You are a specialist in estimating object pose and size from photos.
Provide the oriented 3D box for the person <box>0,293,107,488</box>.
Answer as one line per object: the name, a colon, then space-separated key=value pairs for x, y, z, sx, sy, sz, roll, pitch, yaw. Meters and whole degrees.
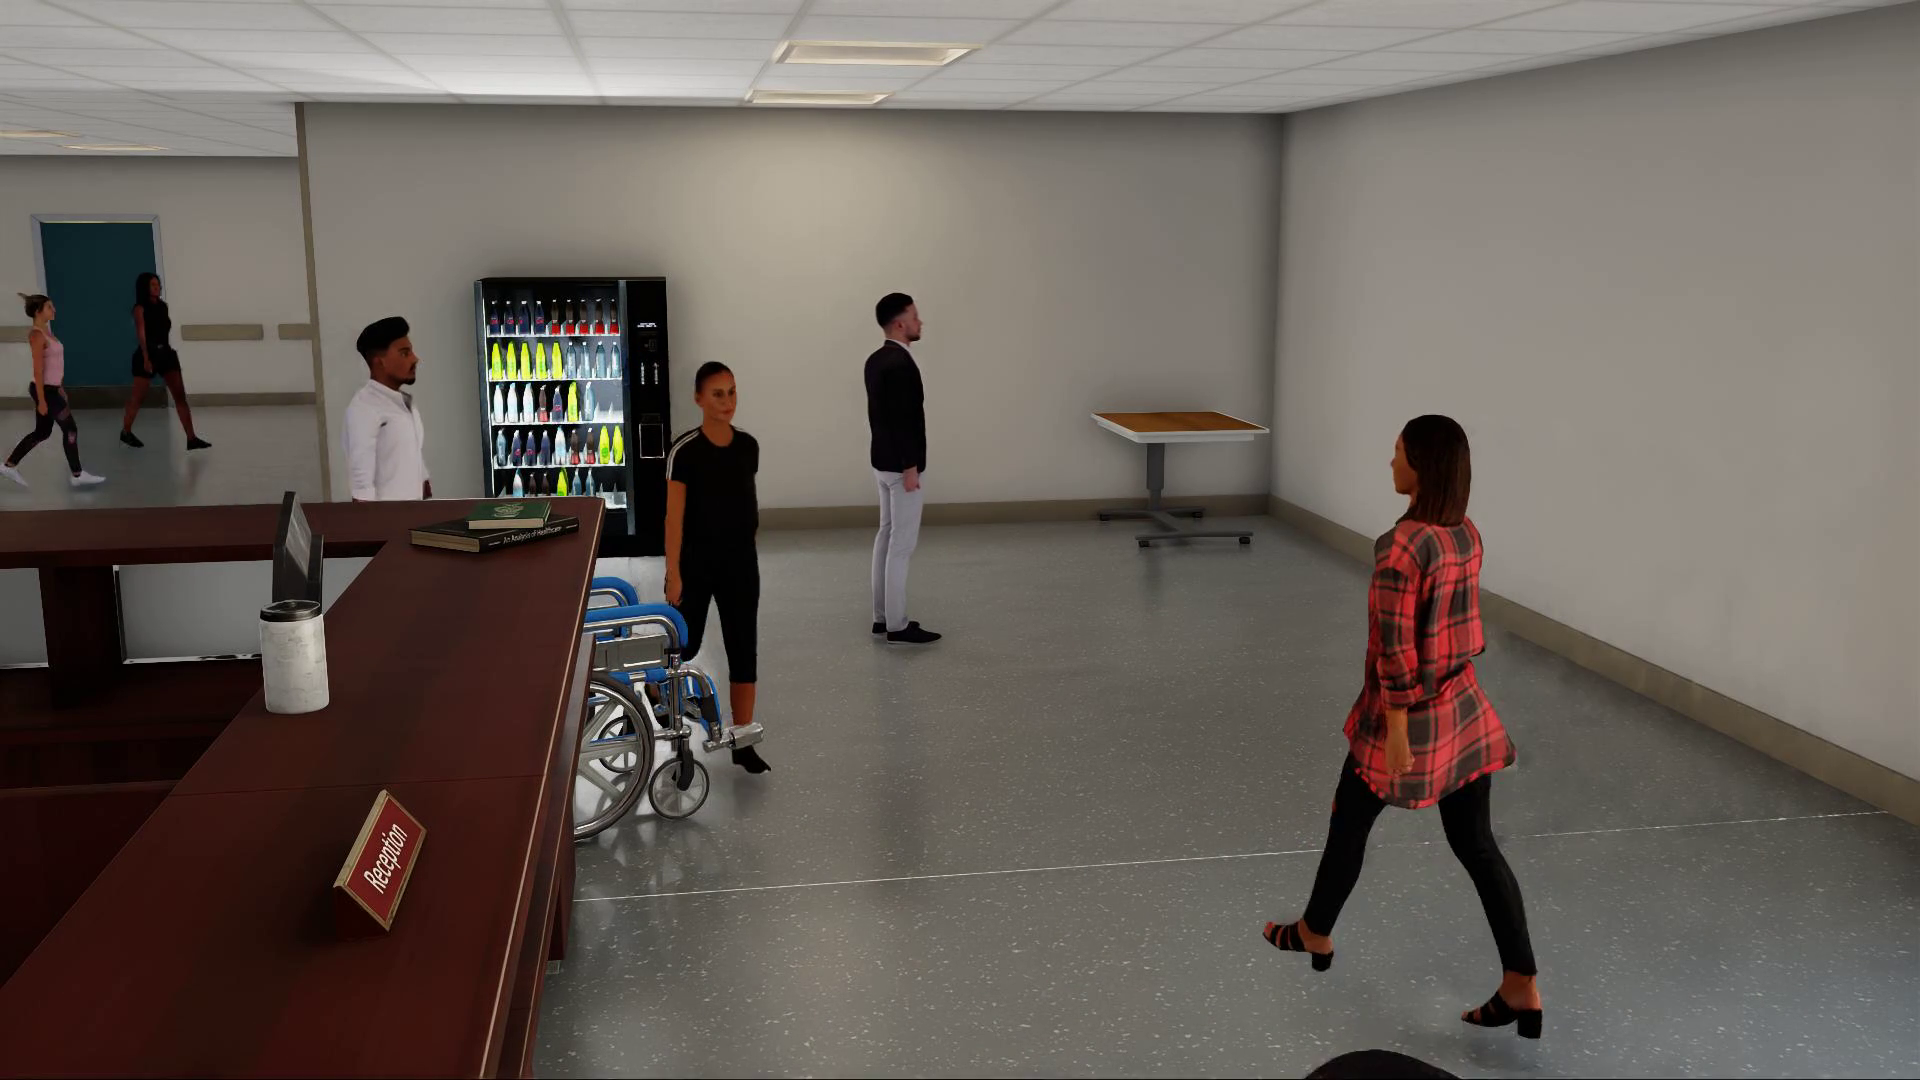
person: x=-7.685 y=-1.223 z=13.827 sx=1.091 sy=1.619 sz=0.736 roll=-5 pitch=12 yaw=-24

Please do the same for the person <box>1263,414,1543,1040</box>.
person: x=1.313 y=0.587 z=4.472 sx=1.148 sy=1.551 sz=1.065 roll=-9 pitch=14 yaw=-41

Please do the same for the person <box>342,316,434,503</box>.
person: x=-2.542 y=-0.051 z=7.186 sx=1.026 sy=1.793 sz=0.765 roll=0 pitch=11 yaw=0

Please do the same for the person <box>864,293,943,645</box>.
person: x=-0.341 y=-0.386 z=8.814 sx=0.598 sy=1.844 sz=0.687 roll=-4 pitch=11 yaw=-18

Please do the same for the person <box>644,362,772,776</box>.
person: x=-1.047 y=0.112 z=6.769 sx=1.121 sy=1.629 sz=0.979 roll=-8 pitch=13 yaw=-35

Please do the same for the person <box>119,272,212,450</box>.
person: x=-7.829 y=-1.675 z=16.012 sx=1.289 sy=1.693 sz=0.992 roll=3 pitch=11 yaw=15
